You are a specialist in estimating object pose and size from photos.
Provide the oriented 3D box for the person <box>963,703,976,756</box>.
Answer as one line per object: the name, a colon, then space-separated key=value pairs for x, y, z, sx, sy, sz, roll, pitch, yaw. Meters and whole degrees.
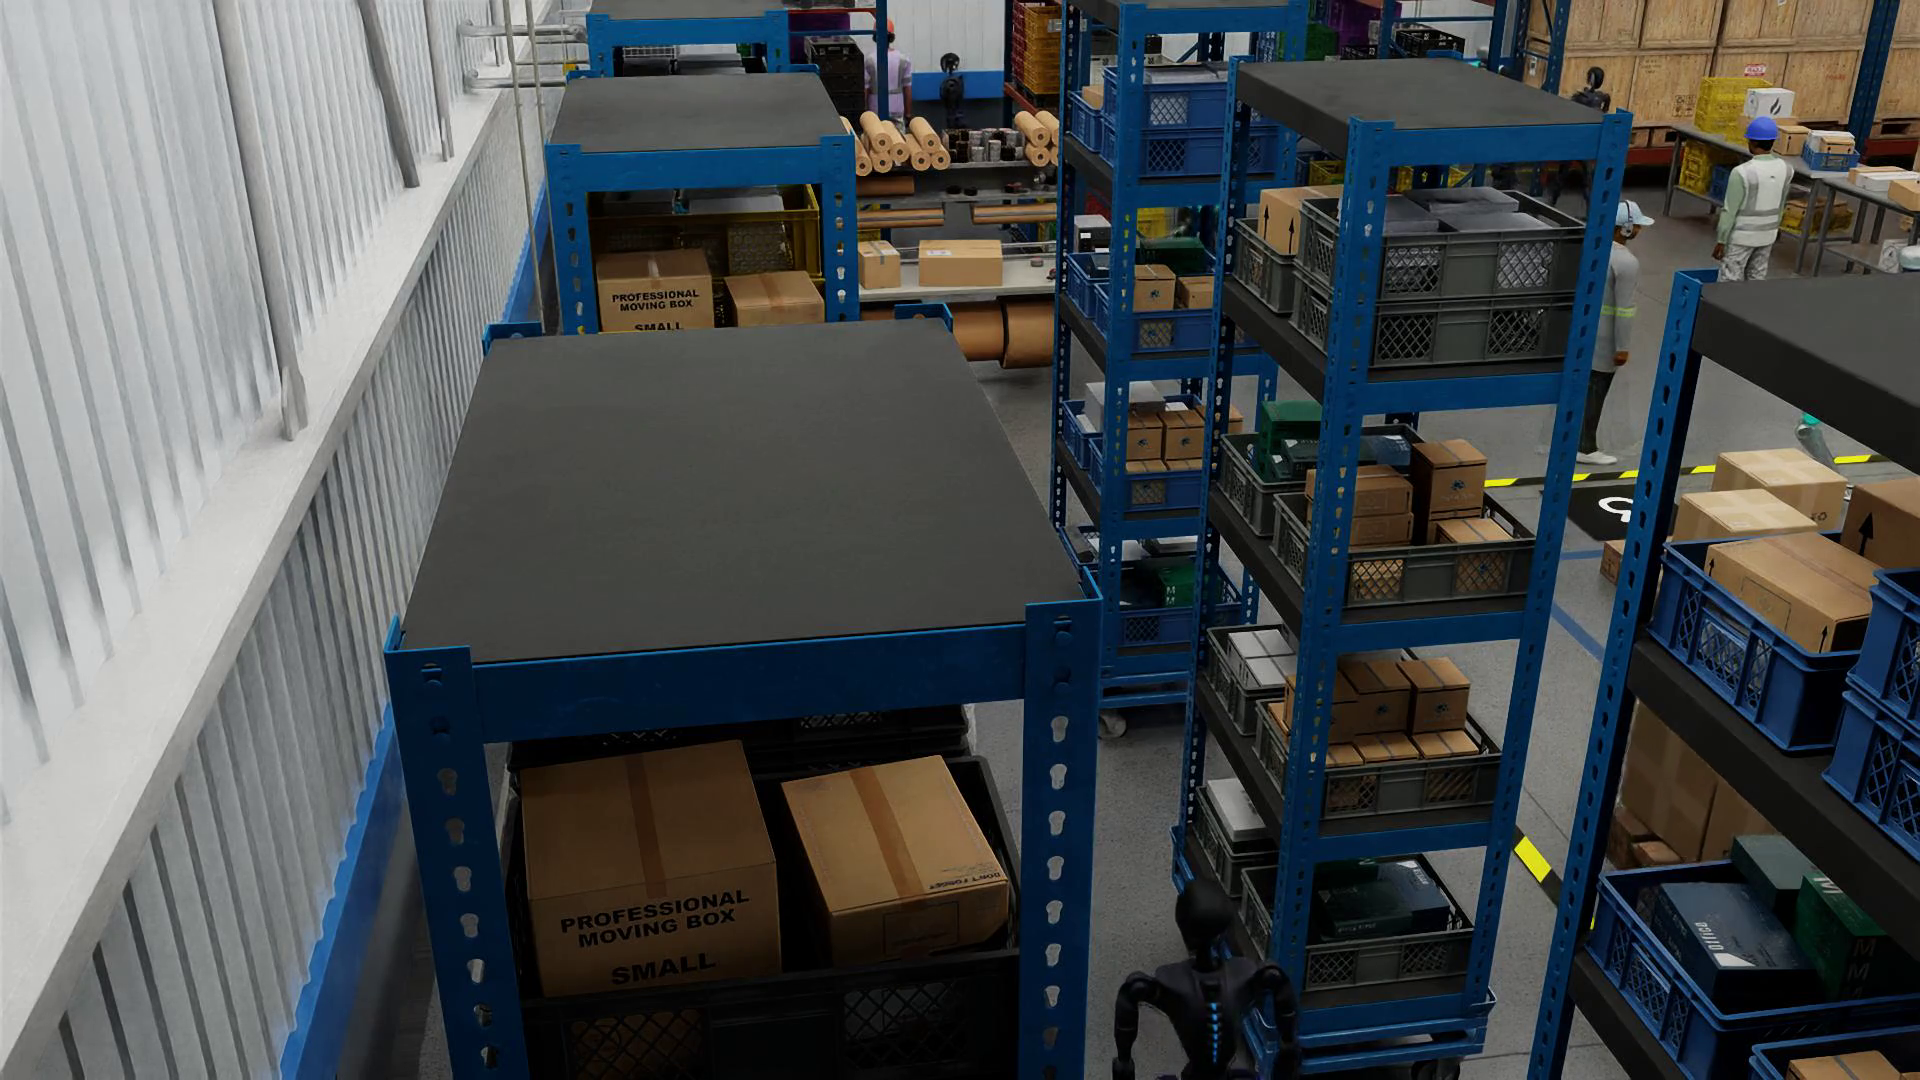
person: x=-0.141 y=0.447 z=7.445 sx=0.429 sy=1.841 sz=0.633 roll=18 pitch=30 yaw=34

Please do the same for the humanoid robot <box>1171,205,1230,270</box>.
humanoid robot: x=1.778 y=-2.400 z=13.770 sx=0.969 sy=1.759 sz=0.545 roll=-19 pitch=31 yaw=-35

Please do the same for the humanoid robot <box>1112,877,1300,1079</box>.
humanoid robot: x=0.717 y=1.728 z=4.865 sx=0.603 sy=1.645 sz=0.447 roll=-2 pitch=25 yaw=-4

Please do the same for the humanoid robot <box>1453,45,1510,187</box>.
humanoid robot: x=5.650 y=-4.430 z=18.287 sx=0.556 sy=1.879 sz=0.830 roll=8 pitch=26 yaw=17

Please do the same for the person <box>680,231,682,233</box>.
person: x=-3.001 y=-4.000 z=16.964 sx=0.600 sy=1.966 sz=0.368 roll=0 pitch=25 yaw=0

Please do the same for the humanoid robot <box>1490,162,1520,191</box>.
humanoid robot: x=5.341 y=-3.555 z=16.339 sx=0.417 sy=1.633 sz=0.600 roll=5 pitch=25 yaw=12

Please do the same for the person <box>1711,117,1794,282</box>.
person: x=6.503 y=-2.511 z=13.764 sx=0.604 sy=1.939 sz=0.419 roll=-8 pitch=26 yaw=-17

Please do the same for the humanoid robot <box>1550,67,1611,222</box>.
humanoid robot: x=6.685 y=-4.237 z=17.850 sx=0.591 sy=1.625 sz=0.731 roll=-8 pitch=26 yaw=-16

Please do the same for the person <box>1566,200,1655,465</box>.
person: x=4.476 y=-1.439 z=11.532 sx=0.398 sy=1.850 sz=0.596 roll=-5 pitch=25 yaw=-12

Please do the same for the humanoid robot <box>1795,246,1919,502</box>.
humanoid robot: x=5.775 y=-1.100 z=10.778 sx=0.735 sy=1.673 sz=0.533 roll=14 pitch=28 yaw=27

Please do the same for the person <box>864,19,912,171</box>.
person: x=-0.838 y=-4.790 z=18.590 sx=0.607 sy=2.044 sz=0.389 roll=-6 pitch=25 yaw=-12

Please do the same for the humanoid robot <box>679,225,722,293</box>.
humanoid robot: x=-2.213 y=-2.729 z=14.512 sx=0.540 sy=1.751 sz=1.011 roll=-4 pitch=25 yaw=-8

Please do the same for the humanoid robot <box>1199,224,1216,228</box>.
humanoid robot: x=2.616 y=-4.112 z=17.522 sx=0.541 sy=1.827 sz=0.662 roll=-10 pitch=26 yaw=-20

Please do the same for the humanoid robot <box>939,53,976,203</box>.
humanoid robot: x=-0.142 y=-4.604 z=18.645 sx=0.644 sy=1.638 sz=0.610 roll=-1 pitch=25 yaw=-2
